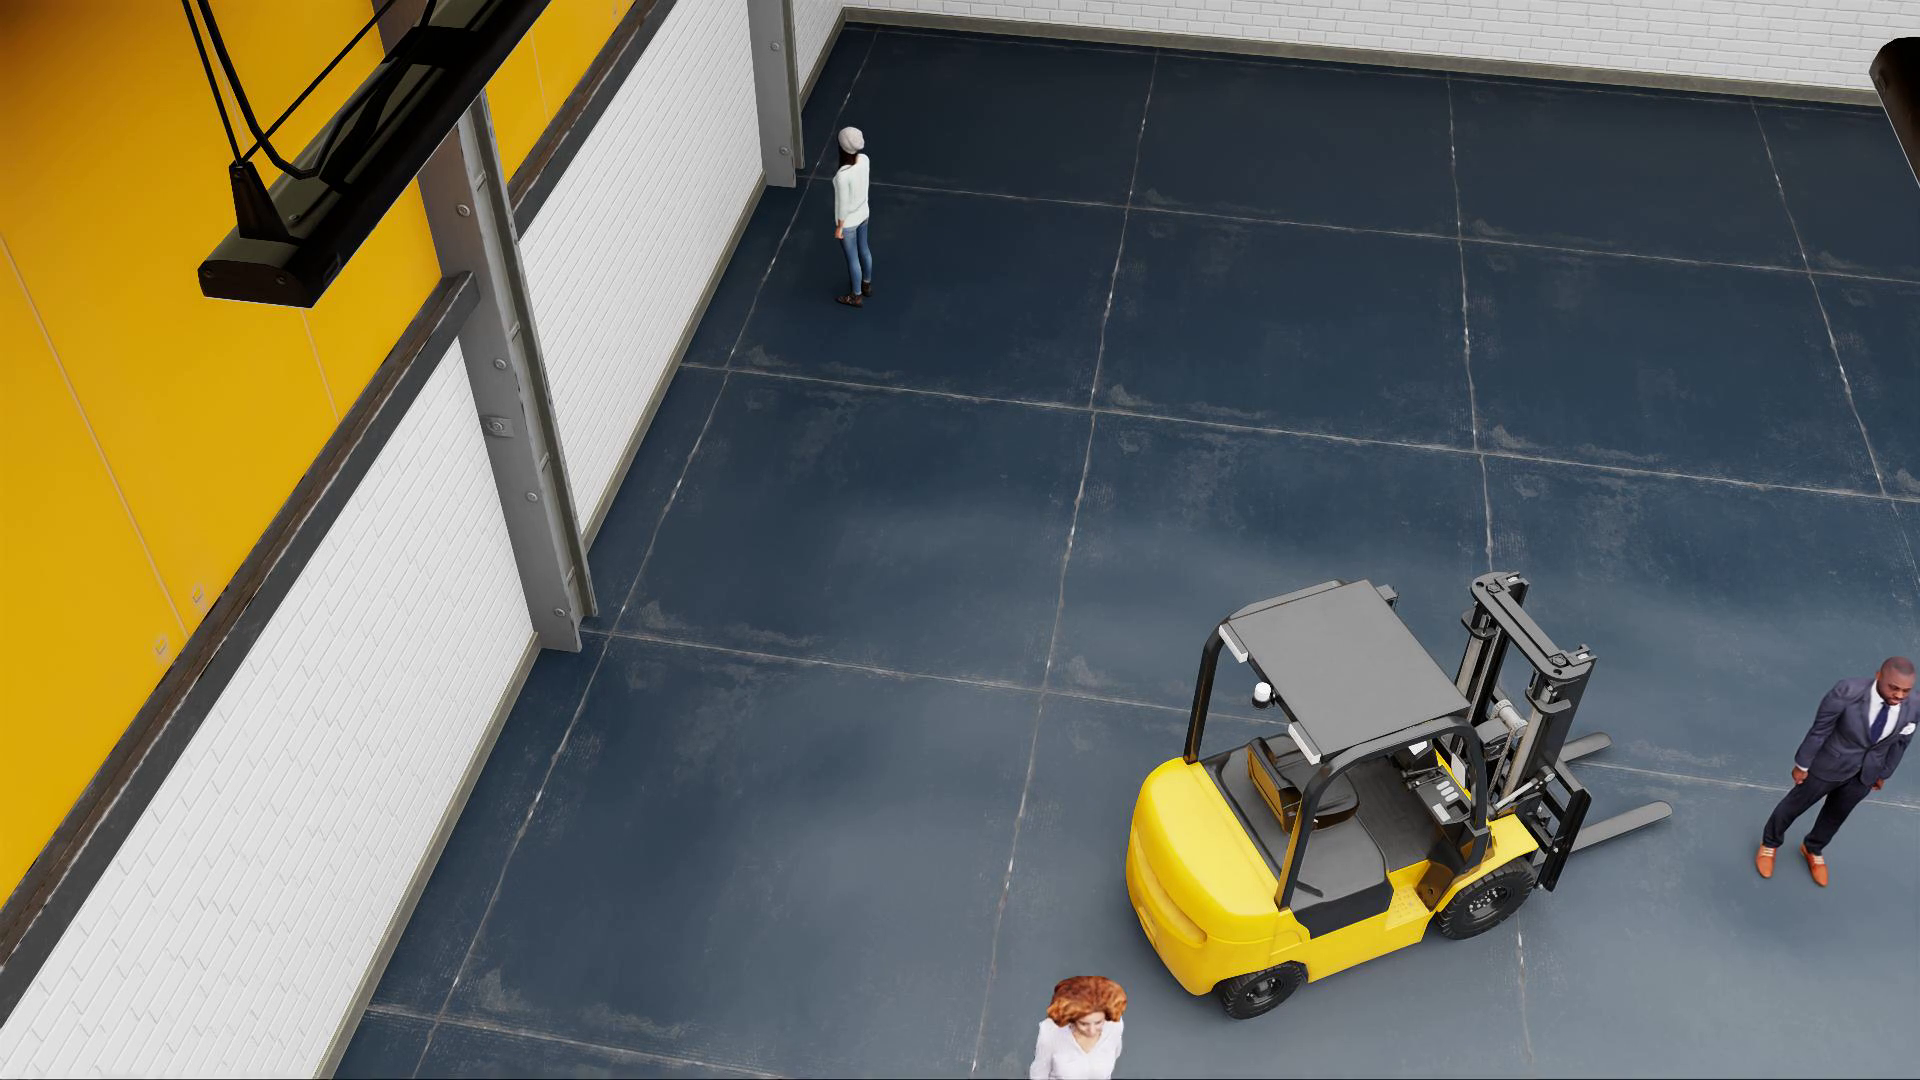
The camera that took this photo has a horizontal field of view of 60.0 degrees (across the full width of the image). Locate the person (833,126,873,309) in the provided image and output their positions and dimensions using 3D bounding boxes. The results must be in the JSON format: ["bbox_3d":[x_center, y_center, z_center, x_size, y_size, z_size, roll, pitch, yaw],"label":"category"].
[{"bbox_3d":[-0.884,-2.682,13.751,0.686,1.645,0.541,21,47,20],"label":"person"}]

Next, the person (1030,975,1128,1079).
[{"bbox_3d":[0.529,2.577,8.213,0.773,1.670,1.231,-2,44,-2],"label":"person"}]

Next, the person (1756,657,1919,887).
[{"bbox_3d":[5.020,1.280,9.467,0.681,1.818,0.574,6,44,6],"label":"person"}]
